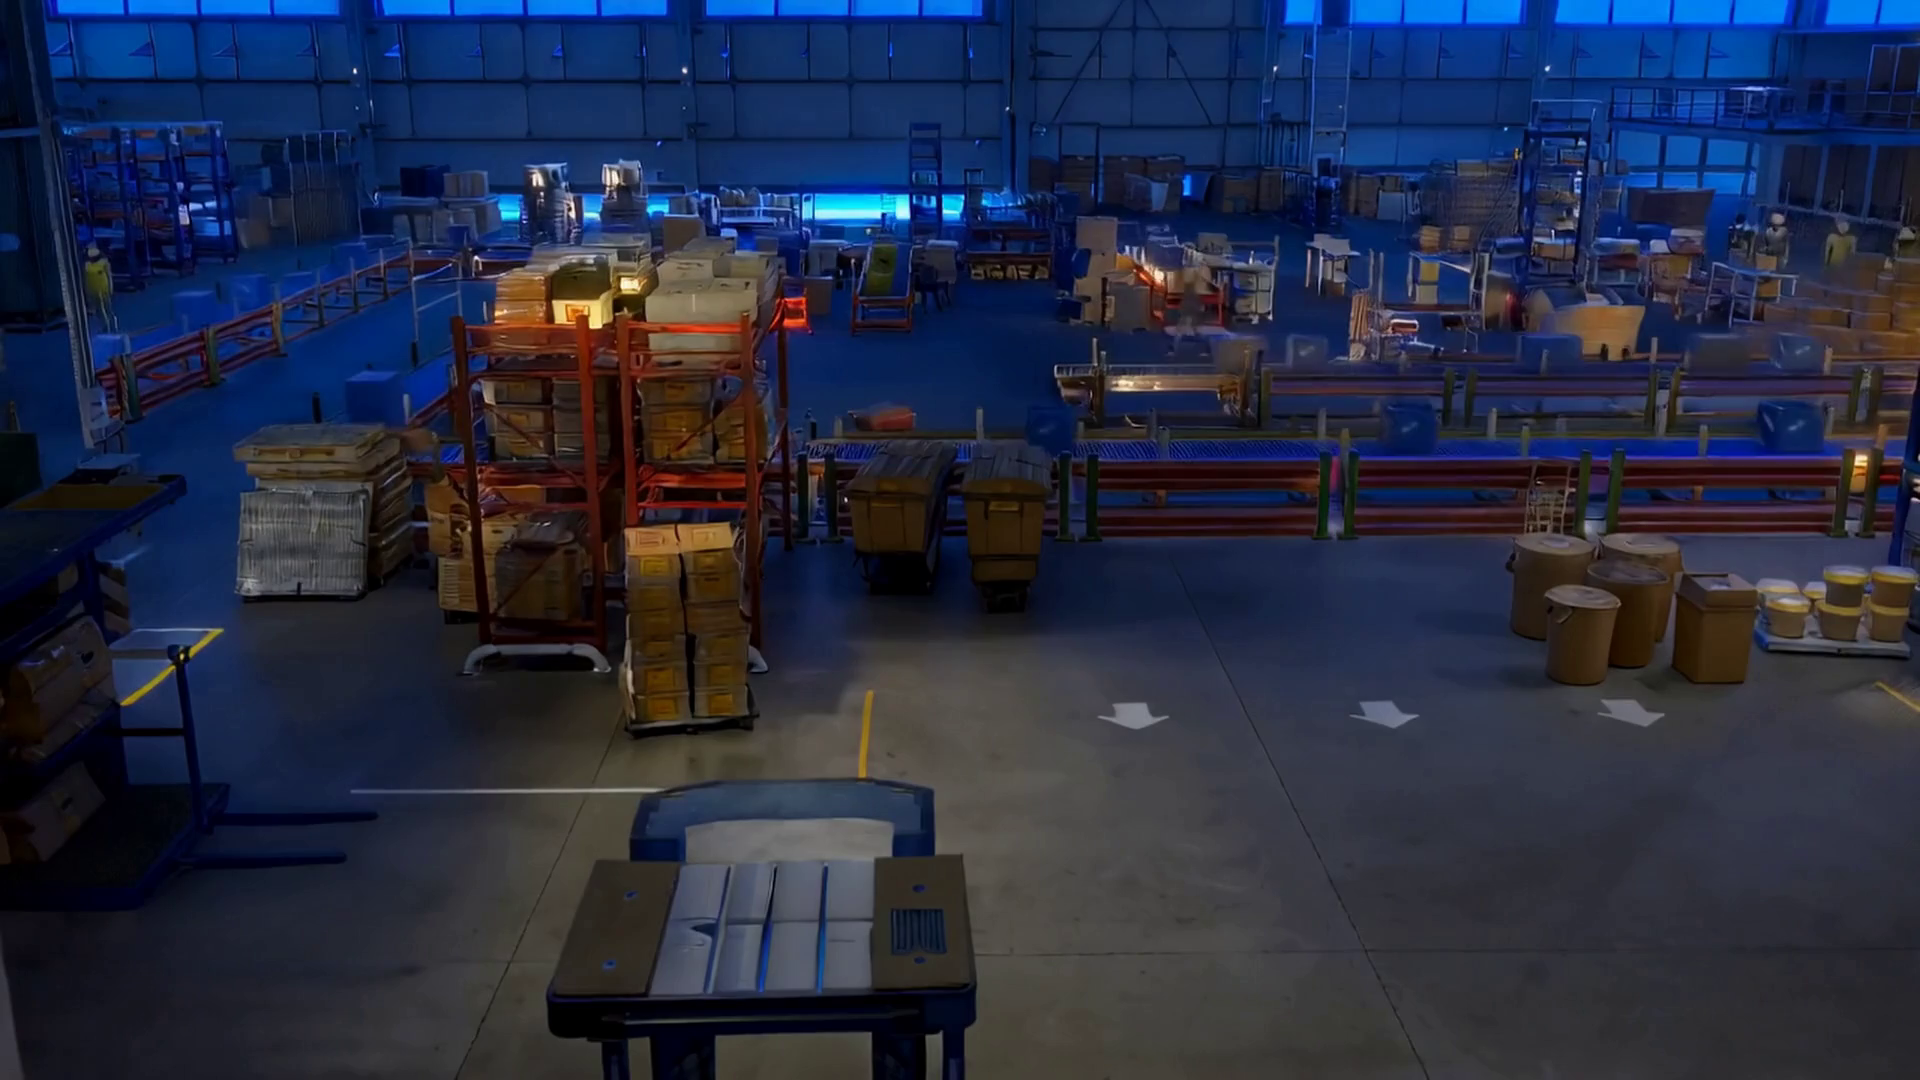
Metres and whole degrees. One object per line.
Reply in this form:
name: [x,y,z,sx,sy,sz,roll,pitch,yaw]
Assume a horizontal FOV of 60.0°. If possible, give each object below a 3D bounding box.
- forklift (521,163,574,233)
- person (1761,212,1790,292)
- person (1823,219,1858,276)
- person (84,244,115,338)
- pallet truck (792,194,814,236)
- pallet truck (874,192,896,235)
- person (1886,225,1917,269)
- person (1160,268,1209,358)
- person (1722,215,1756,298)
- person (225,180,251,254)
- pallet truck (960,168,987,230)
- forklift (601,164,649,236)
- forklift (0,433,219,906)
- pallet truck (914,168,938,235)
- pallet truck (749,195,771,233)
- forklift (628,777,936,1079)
forklift: [-12.233,-10.122,49.298,1.157,1.987,2.680,0,16,-1]
person: [17.900,-6.274,36.610,0.553,1.914,0.603,1,16,4]
person: [18.210,-5.674,34.479,0.651,1.940,1.041,3,16,12]
person: [-16.242,-4.691,31.377,0.522,1.763,0.320,1,16,5]
pallet truck: [-4.814,-9.883,50.259,0.704,1.261,1.522,-1,16,-3]
pallet truck: [-2.277,-9.986,50.594,0.653,1.274,1.630,0,16,-1]
person: [20.107,-5.839,35.460,0.490,1.711,0.855,0,16,1]
person: [4.012,-3.998,29.280,0.871,1.583,0.525,7,18,24]
person: [17.125,-6.233,36.608,0.590,1.833,0.404,14,21,39]
person: [-19.731,-8.784,45.249,0.879,1.945,0.758,4,17,14]
pallet truck: [0.383,-10.230,50.206,0.823,1.965,1.885,-1,16,-3]
forklift: [-9.948,-10.127,49.296,1.157,1.987,2.680,-1,16,-3]
forklift: [-5.952,0.780,10.366,1.873,2.768,1.129,0,16,-1]
pallet truck: [-0.989,-10.316,50.507,0.823,1.965,1.885,1,16,3]
pallet truck: [-6.051,-9.967,50.660,0.680,1.201,1.601,0,16,-1]
forklift: [-0.542,2.165,5.552,1.129,2.768,1.873,-1,16,-2]
